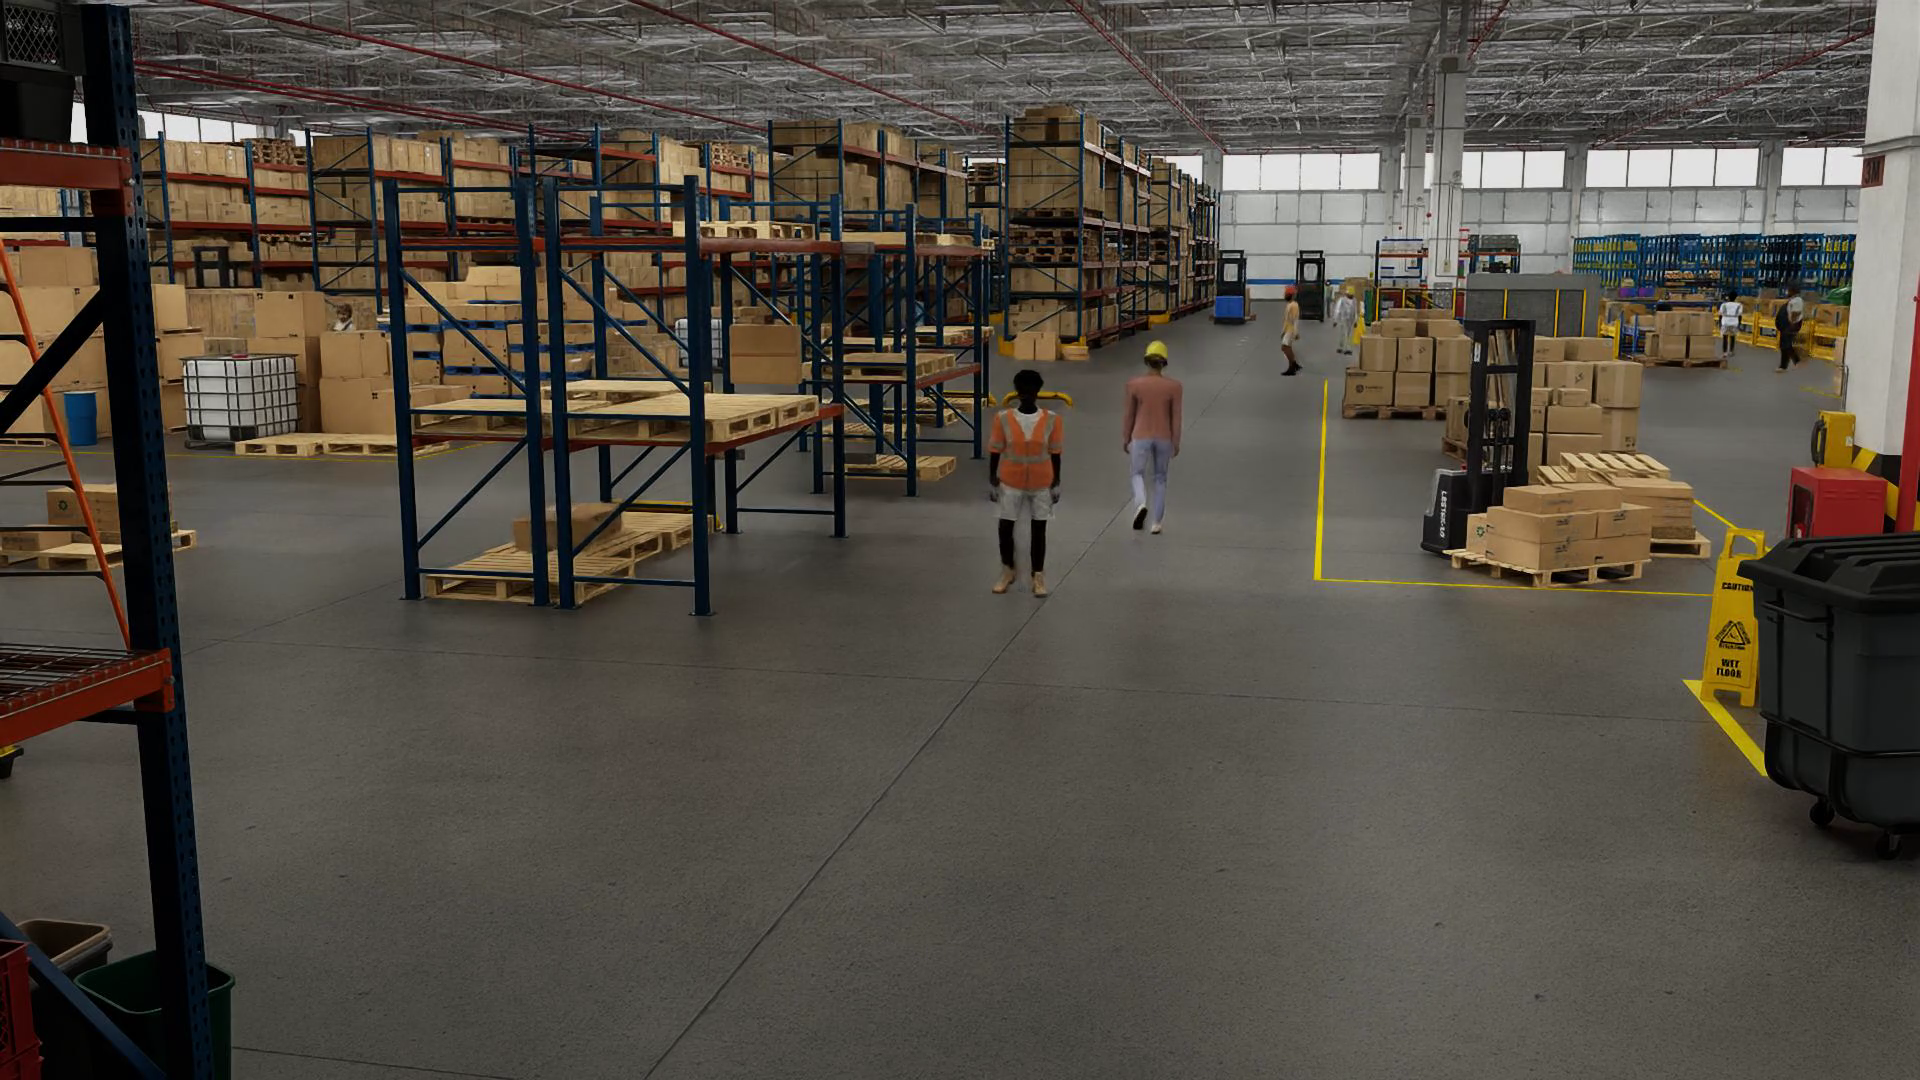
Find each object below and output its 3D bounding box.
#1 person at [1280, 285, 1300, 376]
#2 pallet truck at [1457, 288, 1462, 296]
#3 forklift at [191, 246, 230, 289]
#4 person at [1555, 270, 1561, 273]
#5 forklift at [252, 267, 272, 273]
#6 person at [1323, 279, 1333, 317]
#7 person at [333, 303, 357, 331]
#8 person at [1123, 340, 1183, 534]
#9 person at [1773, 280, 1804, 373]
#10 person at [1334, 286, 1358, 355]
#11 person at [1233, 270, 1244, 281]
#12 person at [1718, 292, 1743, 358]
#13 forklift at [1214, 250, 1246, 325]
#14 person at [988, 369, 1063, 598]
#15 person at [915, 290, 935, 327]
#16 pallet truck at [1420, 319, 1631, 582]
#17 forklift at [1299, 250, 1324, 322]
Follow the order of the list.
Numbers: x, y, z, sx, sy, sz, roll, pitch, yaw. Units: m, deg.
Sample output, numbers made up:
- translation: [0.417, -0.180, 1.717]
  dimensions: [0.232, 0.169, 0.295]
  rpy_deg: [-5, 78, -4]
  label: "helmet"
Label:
- translation: [6.980, -4.443, 35.342]
  dimensions: [0.407, 1.918, 0.555]
  rpy_deg: [0, 10, -2]
  label: "person"
- translation: [20.506, -9.785, 68.819]
  dimensions: [0.653, 1.274, 1.630]
  rpy_deg: [2, 10, 12]
  label: "pallet truck"
- translation: [-20.303, -6.583, 45.190]
  dimensions: [1.129, 2.768, 1.873]
  rpy_deg: [2, 10, 12]
  label: "forklift"
- translation: [29.100, -12.195, 81.174]
  dimensions: [0.990, 1.941, 0.646]
  rpy_deg: [-1, 10, -8]
  label: "person"
- translation: [-24.071, -8.655, 57.457]
  dimensions: [1.873, 2.768, 1.129]
  rpy_deg: [2, 10, 12]
  label: "forklift"
- translation: [15.635, -10.289, 70.819]
  dimensions: [0.507, 1.632, 0.274]
  rpy_deg: [-2, 10, -12]
  label: "person"
- translation: [-9.521, -2.755, 25.732]
  dimensions: [0.652, 1.805, 0.338]
  rpy_deg: [8, 12, 38]
  label: "person"
- translation: [1.731, -0.910, 14.918]
  dimensions: [0.535, 1.759, 0.468]
  rpy_deg: [1, 10, 5]
  label: "person"
- translation: [18.041, -4.652, 36.235]
  dimensions: [0.536, 2.000, 0.706]
  rpy_deg: [2, 10, 13]
  label: "person"
- translation: [10.038, -5.725, 43.377]
  dimensions: [0.603, 1.790, 0.789]
  rpy_deg: [-5, 11, -26]
  label: "person"
- translation: [15.075, -13.753, 90.511]
  dimensions: [0.623, 1.900, 0.949]
  rpy_deg: [-3, 10, -15]
  label: "person"
- translation: [19.492, -5.454, 42.115]
  dimensions: [0.551, 1.646, 0.888]
  rpy_deg: [3, 10, 19]
  label: "person"
- translation: [10.174, -9.514, 62.546]
  dimensions: [1.129, 2.768, 1.873]
  rpy_deg: [2, 10, 12]
  label: "forklift"
- translation: [0.479, -0.409, 12.166]
  dimensions: [0.549, 1.689, 0.384]
  rpy_deg: [0, 10, -1]
  label: "person"
- translation: [-0.904, -5.684, 43.416]
  dimensions: [0.558, 1.659, 0.782]
  rpy_deg: [-9, 13, -43]
  label: "person"
- translation: [4.543, -0.757, 13.299]
  dimensions: [0.823, 1.965, 1.885]
  rpy_deg: [-4, 10, -22]
  label: "pallet truck"
- translation: [13.778, -10.002, 65.433]
  dimensions: [1.129, 2.768, 1.873]
  rpy_deg: [2, 10, 12]
  label: "forklift"
